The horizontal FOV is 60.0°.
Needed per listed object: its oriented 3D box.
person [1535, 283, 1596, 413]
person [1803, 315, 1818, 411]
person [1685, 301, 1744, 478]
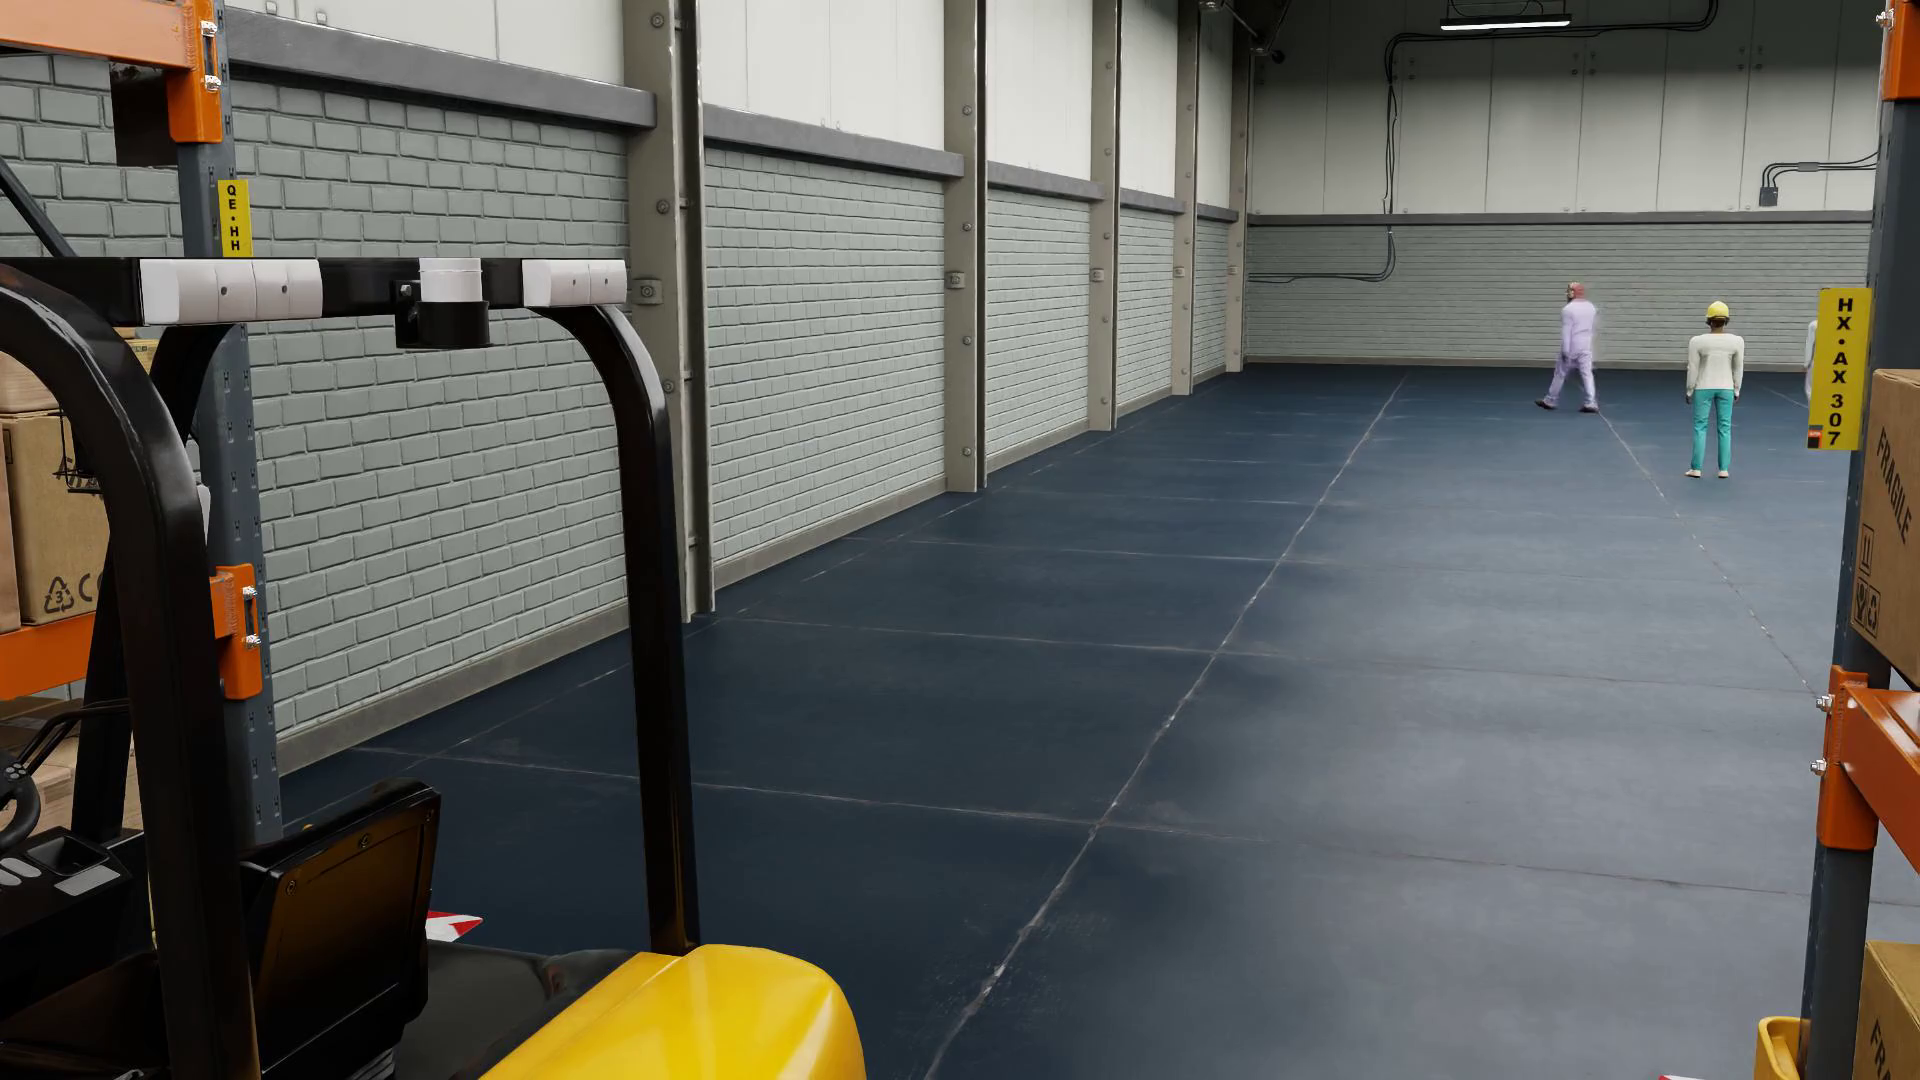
[{"bbox_3d":[8.839,-2.774,24.003,0.656,1.853,0.986,-4,11,-25],"label":"person"},{"bbox_3d":[11.071,-2.256,21.277,0.514,1.728,0.396,3,10,16],"label":"person"},{"bbox_3d":[7.541,-1.495,16.651,0.525,1.772,0.304,2,10,11],"label":"person"}]
